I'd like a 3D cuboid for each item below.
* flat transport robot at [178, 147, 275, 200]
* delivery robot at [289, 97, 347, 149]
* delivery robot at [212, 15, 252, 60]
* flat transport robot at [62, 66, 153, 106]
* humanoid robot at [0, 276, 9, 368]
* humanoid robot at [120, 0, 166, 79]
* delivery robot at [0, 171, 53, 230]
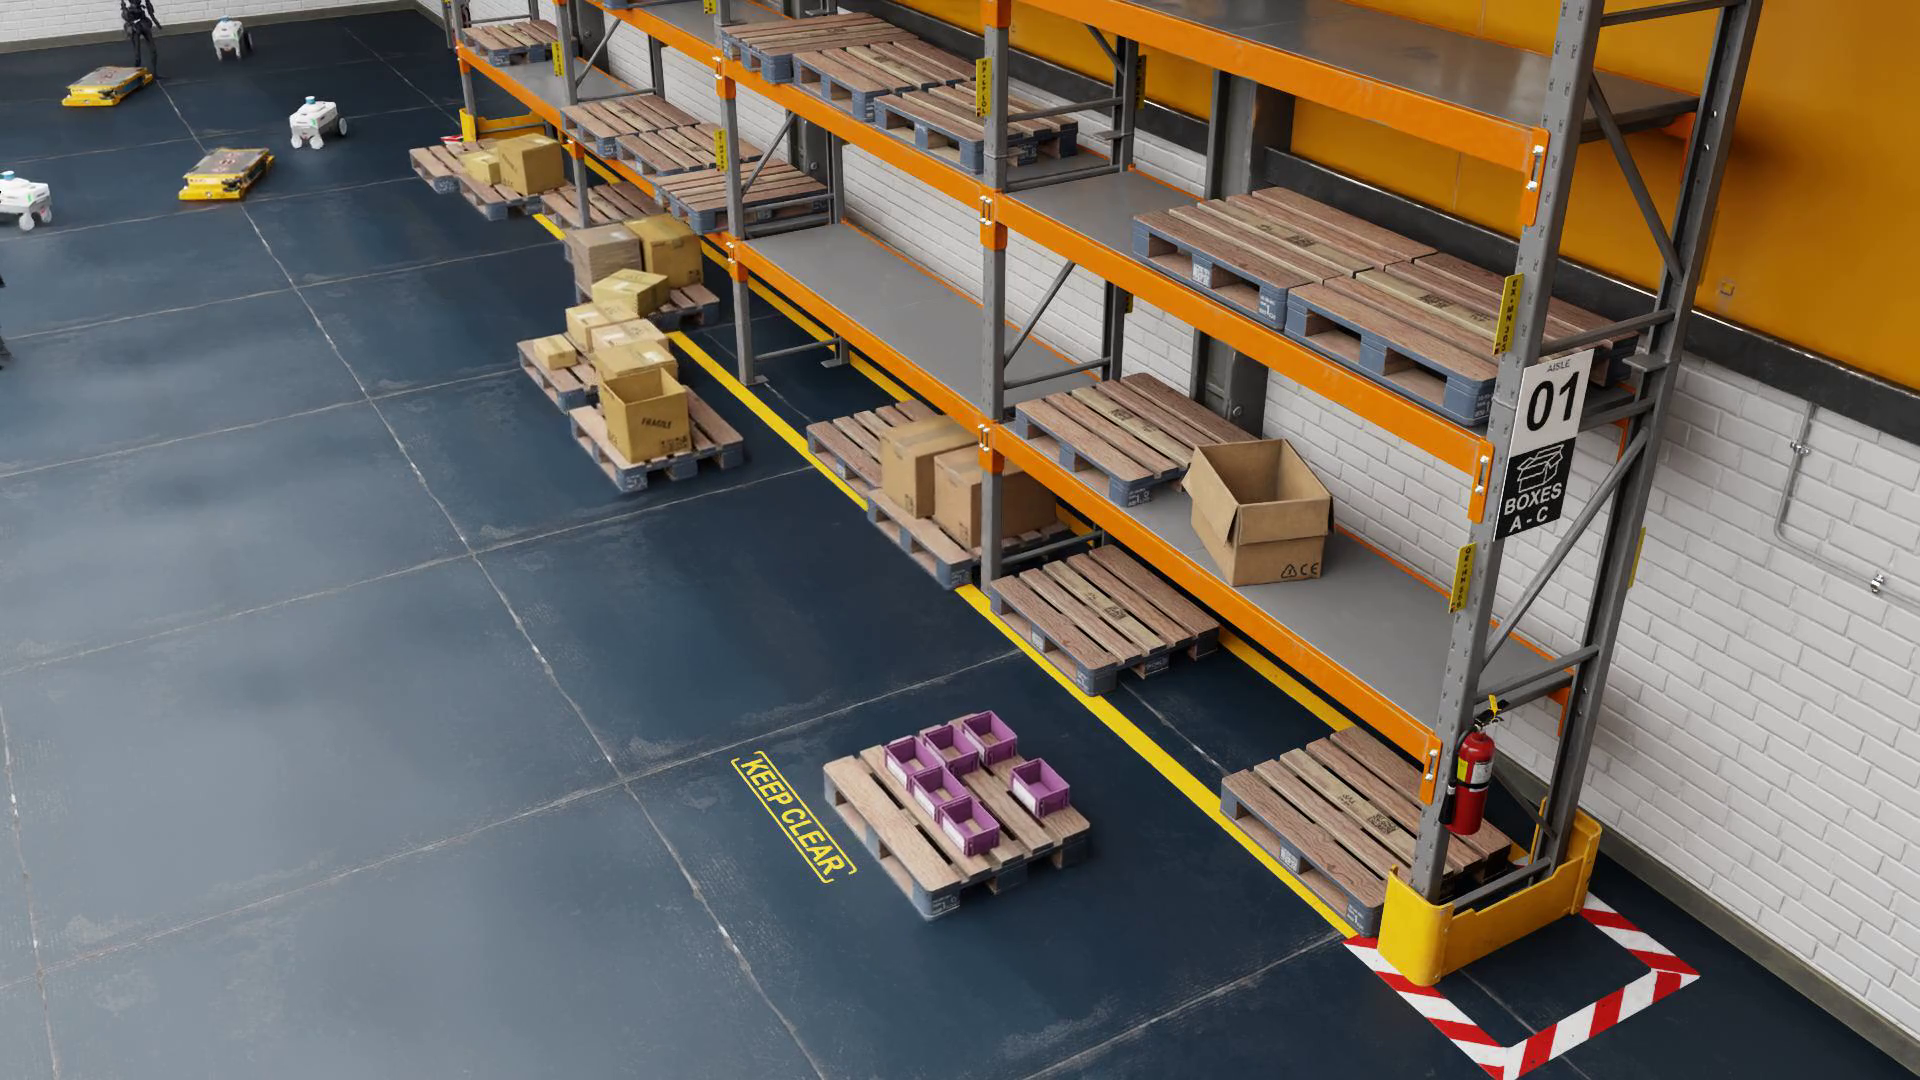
[{"bbox_3d":[-8.392,-4.207,19.060,0.659,0.231,1.431,-2,30,-4],"label":"flat transport robot"},{"bbox_3d":[-7.923,-5.139,20.420,0.523,0.600,0.771,2,30,4],"label":"delivery robot"},{"bbox_3d":[-10.703,-7.379,24.345,0.499,0.571,0.756,-7,30,-12],"label":"delivery robot"},{"bbox_3d":[-11.503,-6.128,22.450,0.659,0.231,1.431,-1,30,-3],"label":"flat transport robot"},{"bbox_3d":[-8.540,-2.274,14.221,0.489,1.650,0.600,19,35,30],"label":"humanoid robot"},{"bbox_3d":[-11.270,-7.142,22.812,0.342,1.651,0.597,7,30,13],"label":"humanoid robot"},{"bbox_3d":[-10.100,-3.640,17.751,0.749,0.578,0.509,7,30,13],"label":"delivery robot"}]
